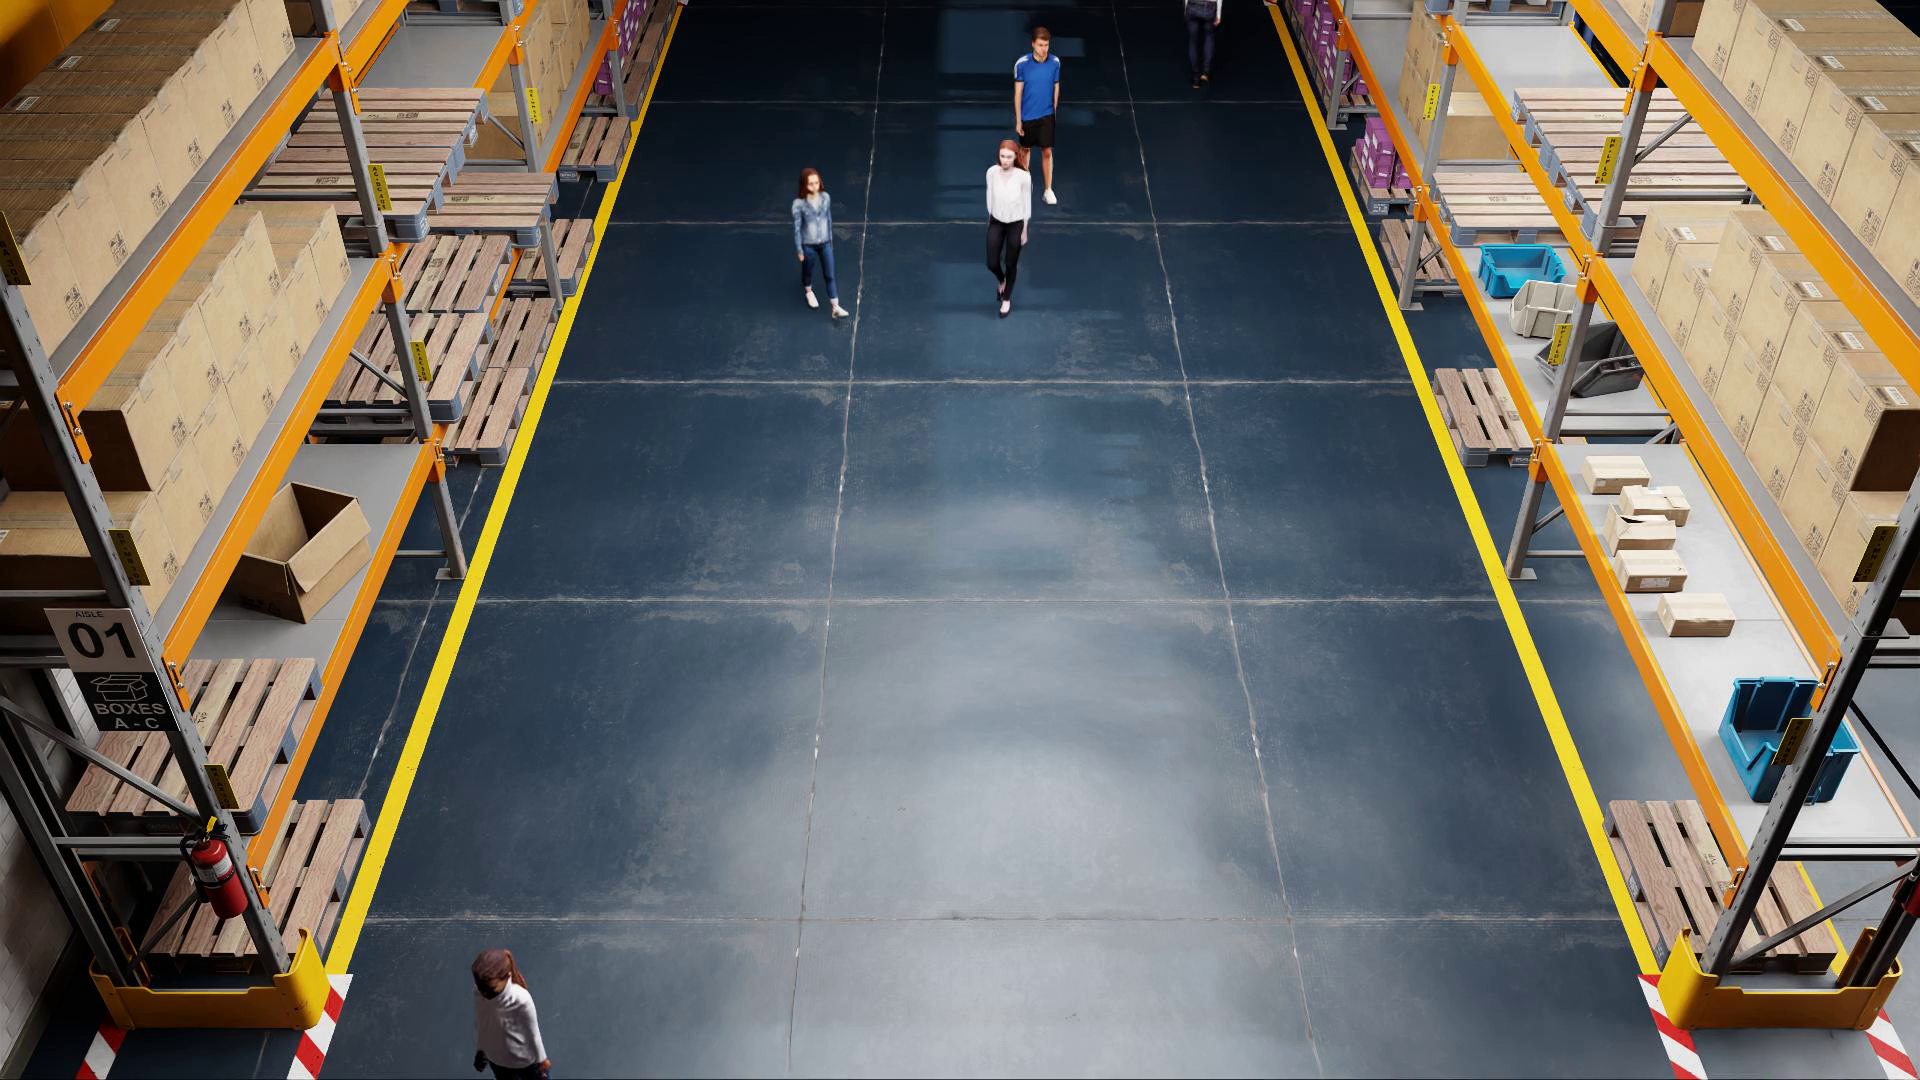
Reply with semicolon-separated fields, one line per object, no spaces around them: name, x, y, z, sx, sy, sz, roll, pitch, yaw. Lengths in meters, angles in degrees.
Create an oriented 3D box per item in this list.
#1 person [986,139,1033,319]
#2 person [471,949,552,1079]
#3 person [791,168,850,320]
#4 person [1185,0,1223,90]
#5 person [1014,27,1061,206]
person;0.464;-2.896;15.345;0.689;1.749;0.736;11;40;14
person;-2.291;2.614;8.599;0.620;1.556;0.638;15;41;18
person;-1.386;-2.786;15.447;0.882;1.449;1.049;-20;43;-23
person;2.797;-6.122;19.300;0.647;1.854;0.730;6;39;7
person;0.754;-4.453;17.227;0.746;1.832;1.081;-5;39;-6
